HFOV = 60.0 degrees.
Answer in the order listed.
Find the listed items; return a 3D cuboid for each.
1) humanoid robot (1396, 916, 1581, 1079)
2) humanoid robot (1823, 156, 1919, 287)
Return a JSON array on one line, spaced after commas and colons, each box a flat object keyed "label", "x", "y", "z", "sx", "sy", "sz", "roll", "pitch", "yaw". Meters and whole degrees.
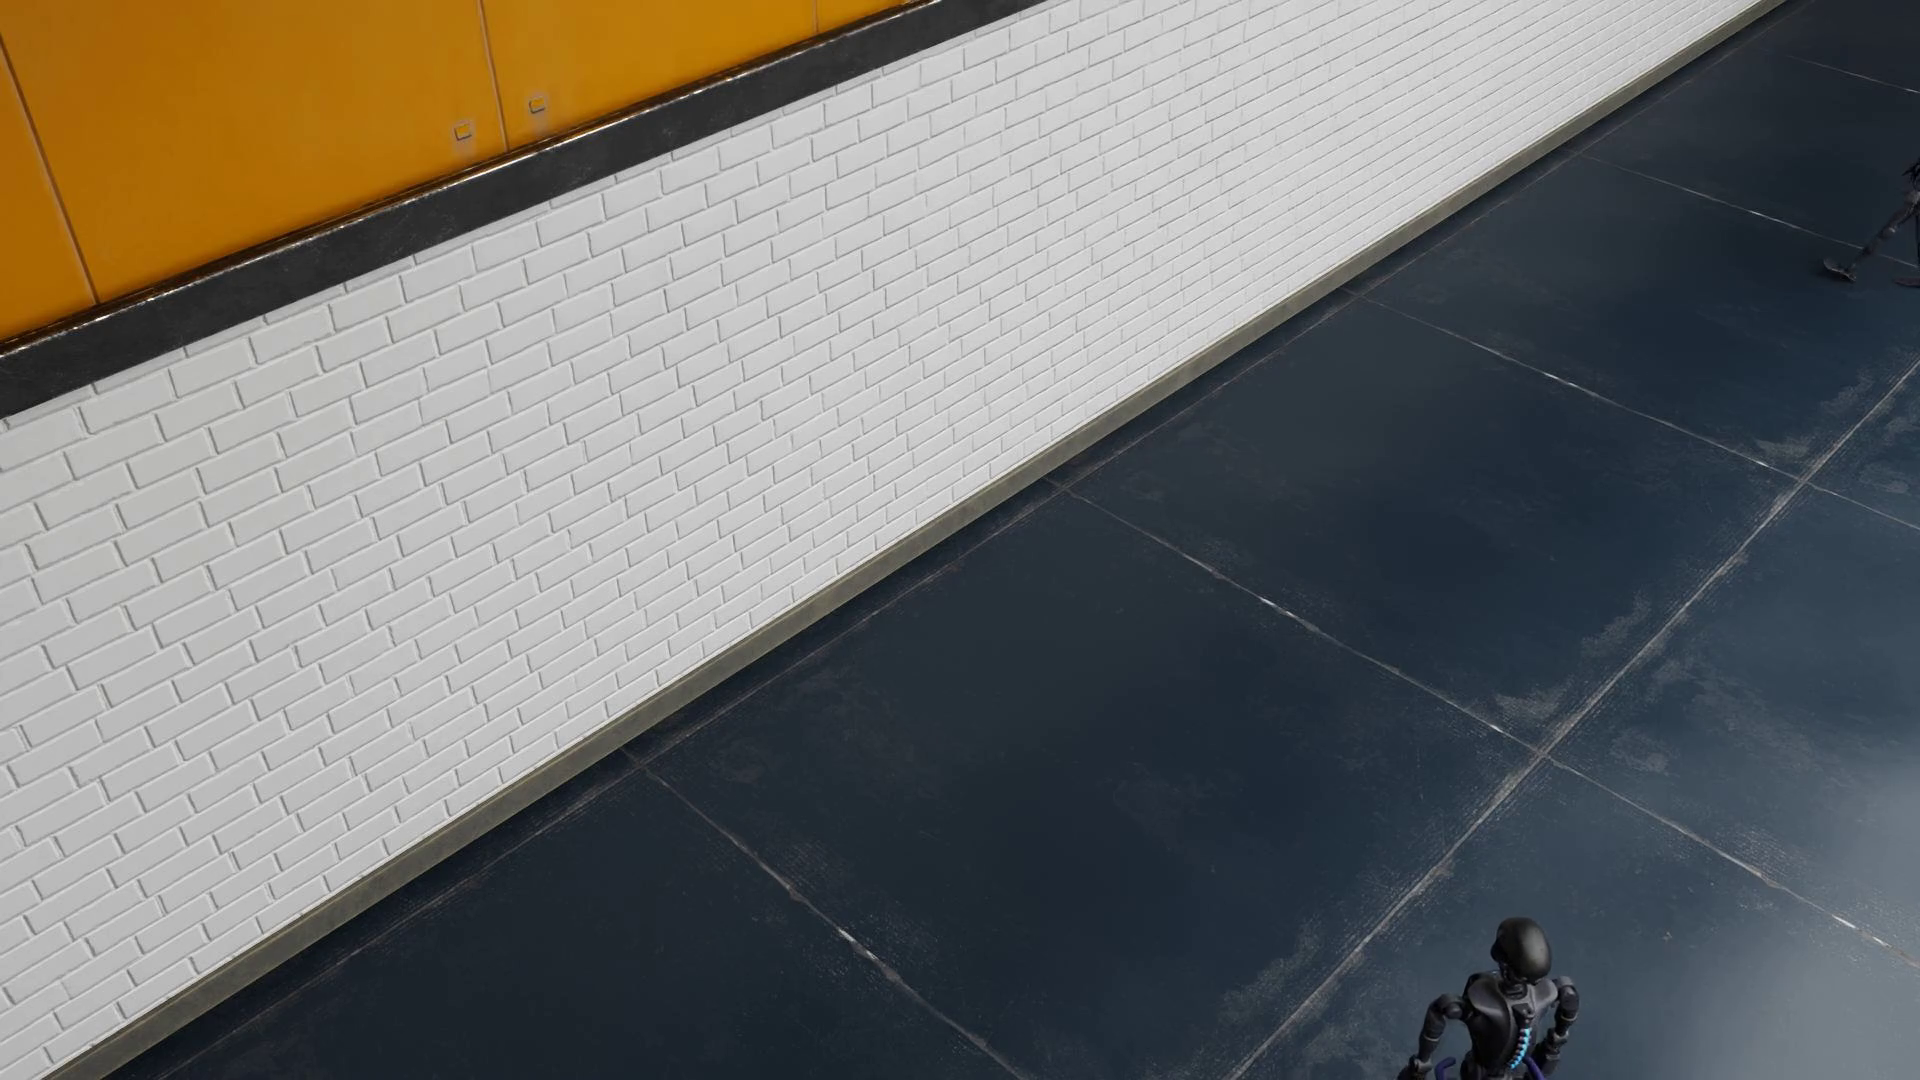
[{"label": "humanoid robot", "x": 1.686, "y": 1.842, "z": 5.494, "sx": 0.599, "sy": 1.649, "sz": 0.387, "roll": -7, "pitch": 39, "yaw": -8}, {"label": "humanoid robot", "x": 6.236, "y": -2.407, "z": 10.818, "sx": 0.722, "sy": 1.629, "sz": 0.583, "roll": 17, "pitch": 42, "yaw": 20}]
